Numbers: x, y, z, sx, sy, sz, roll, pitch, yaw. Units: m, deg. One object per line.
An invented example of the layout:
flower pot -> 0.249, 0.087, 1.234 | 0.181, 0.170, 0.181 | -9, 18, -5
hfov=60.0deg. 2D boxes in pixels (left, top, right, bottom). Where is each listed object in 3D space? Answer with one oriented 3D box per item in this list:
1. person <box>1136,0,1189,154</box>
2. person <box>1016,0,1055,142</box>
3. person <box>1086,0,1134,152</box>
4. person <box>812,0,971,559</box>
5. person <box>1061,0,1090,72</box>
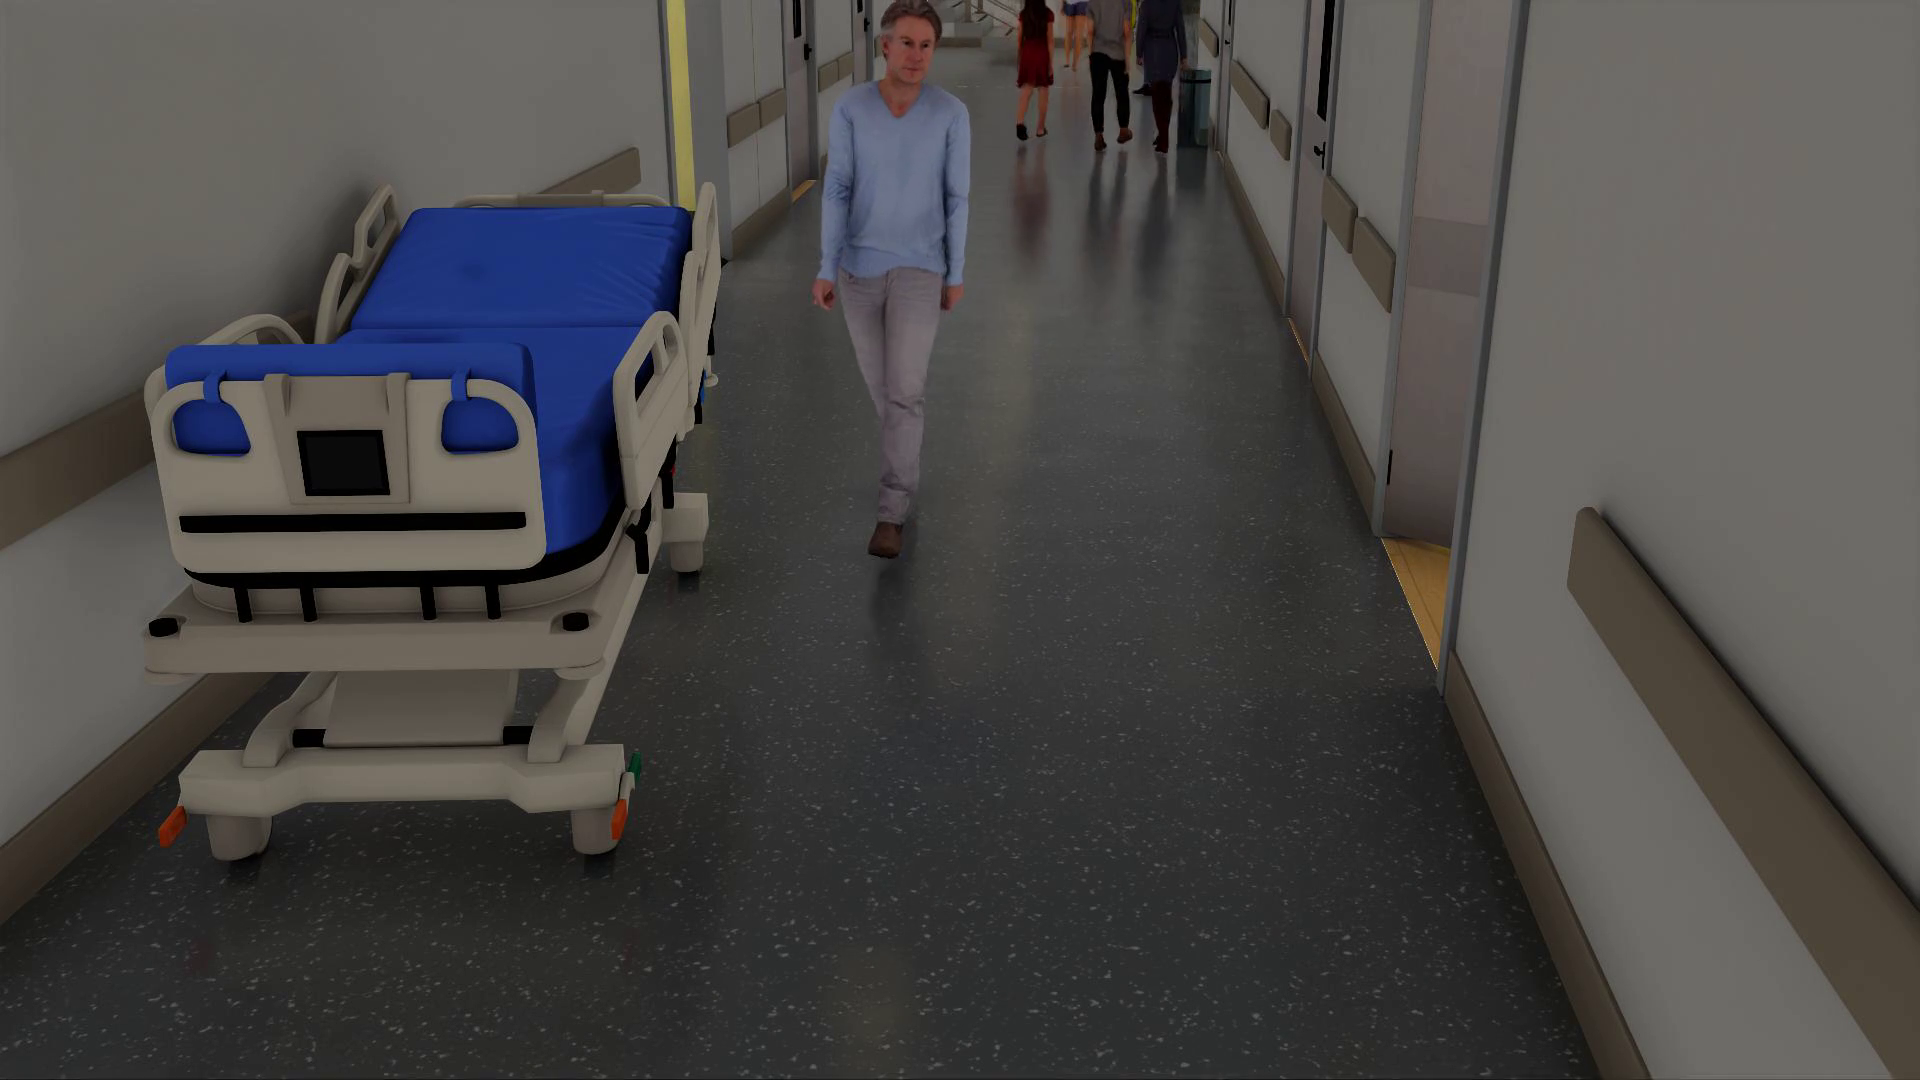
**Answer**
person -> 1.877, -4.435, 15.382 | 0.780, 1.689, 0.788 | -5, 21, -13
person -> 0.713, -4.670, 16.225 | 0.996, 1.526, 0.732 | 6, 21, 15
person -> 1.368, -4.517, 15.587 | 0.934, 1.698, 0.781 | 6, 21, 14
person -> -0.232, -0.930, 5.921 | 1.233, 1.837, 0.783 | 3, 21, 9
person -> 1.636, -7.466, 23.376 | 0.680, 1.696, 0.717 | 2, 21, 6
